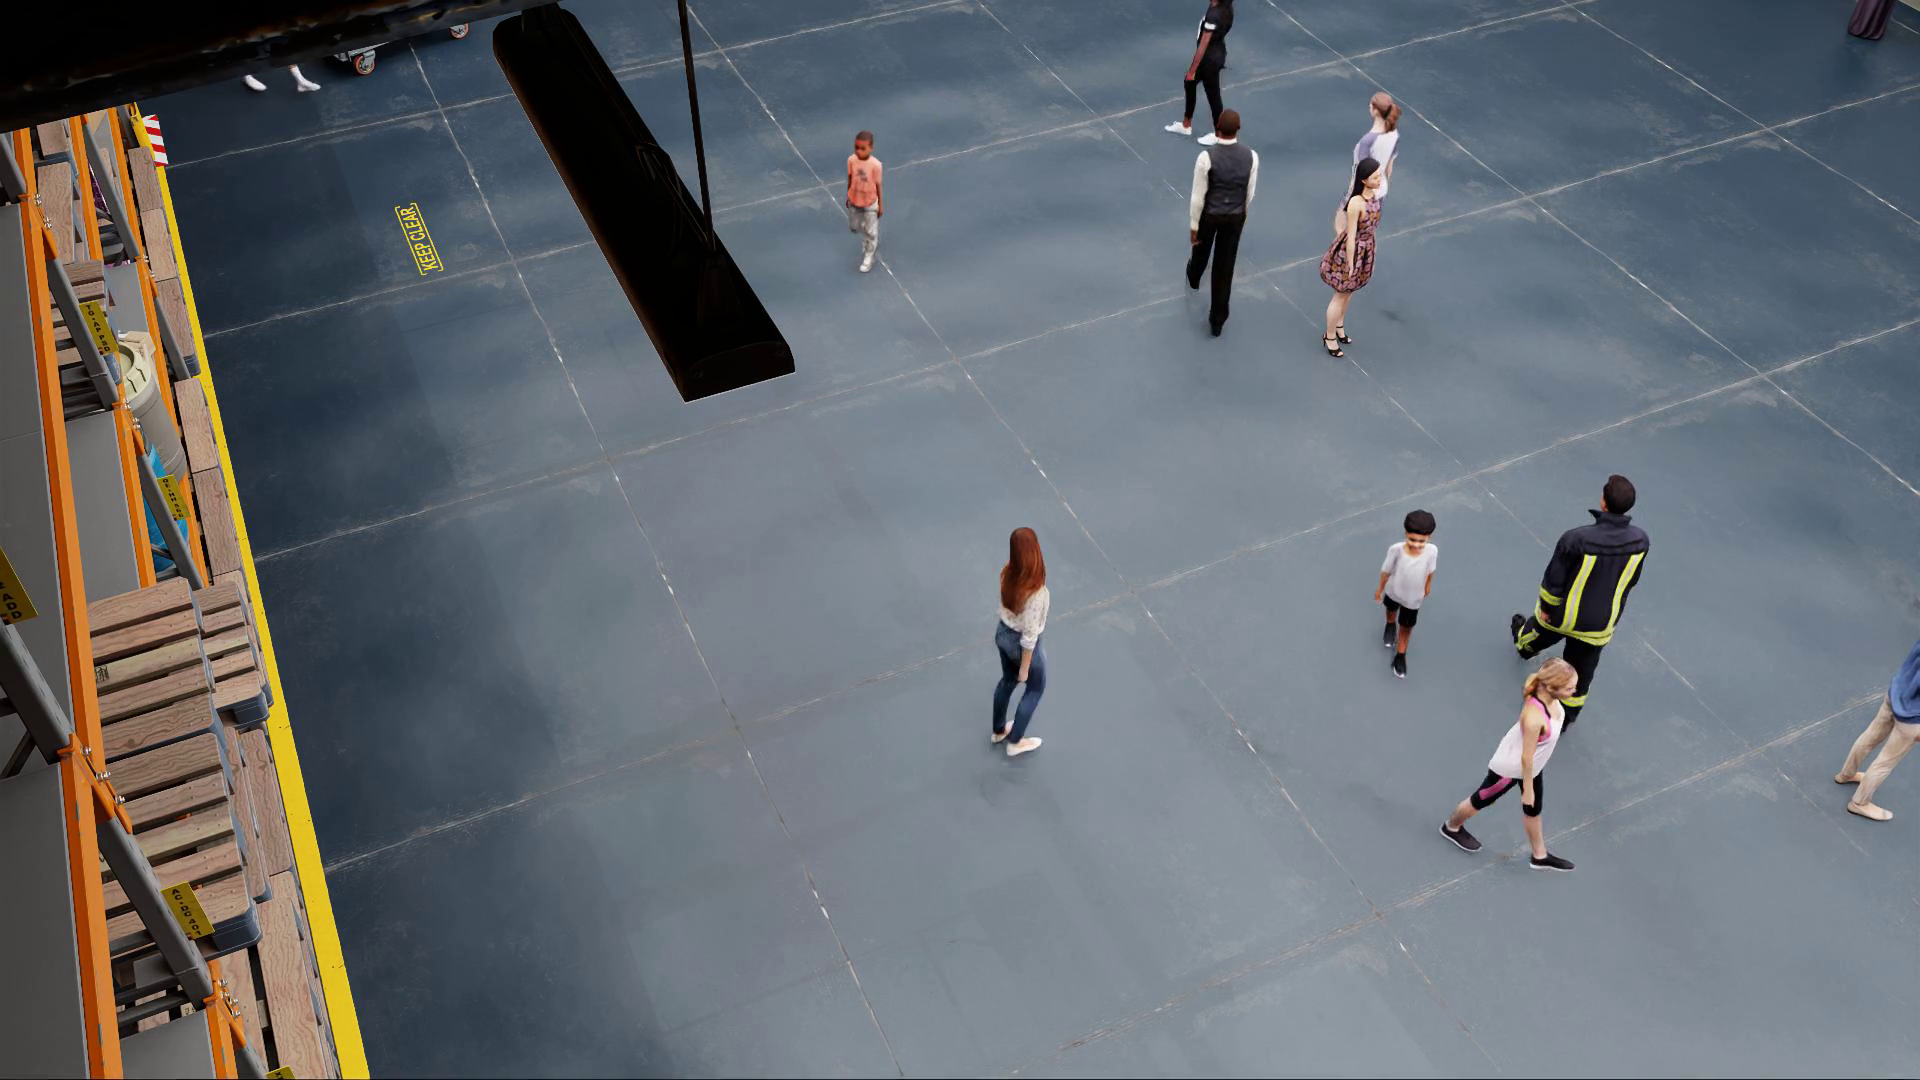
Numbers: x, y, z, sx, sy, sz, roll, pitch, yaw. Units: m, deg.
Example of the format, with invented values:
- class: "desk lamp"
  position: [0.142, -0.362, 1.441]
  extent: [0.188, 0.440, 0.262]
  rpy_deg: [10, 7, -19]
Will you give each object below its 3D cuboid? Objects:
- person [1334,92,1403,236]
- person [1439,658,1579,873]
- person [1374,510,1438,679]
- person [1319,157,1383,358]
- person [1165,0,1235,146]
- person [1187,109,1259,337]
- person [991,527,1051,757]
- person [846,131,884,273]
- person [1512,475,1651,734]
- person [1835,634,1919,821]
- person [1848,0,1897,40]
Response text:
- class: "person"
  position: [3.497, -2.899, 14.095]
  extent: [0.616, 1.748, 0.718]
  rpy_deg: [-23, 48, -22]
- class: "person"
  position: [3.157, 1.269, 9.717]
  extent: [1.139, 1.751, 0.974]
  rpy_deg: [24, 49, 23]
- class: "person"
  position: [2.990, 0.253, 11.157]
  extent: [0.773, 1.236, 0.869]
  rpy_deg: [9, 44, 9]
- class: "person"
  position: [3.179, -2.286, 13.432]
  extent: [0.841, 1.775, 0.799]
  rpy_deg: [23, 48, 22]
- class: "person"
  position: [2.465, -4.530, 15.834]
  extent: [0.938, 1.711, 0.910]
  rpy_deg: [7, 44, 8]
- class: "person"
  position: [2.147, -2.560, 13.650]
  extent: [1.059, 1.871, 1.321]
  rpy_deg: [1, 44, 1]
- class: "person"
  position: [0.331, 0.683, 10.374]
  extent: [0.738, 1.693, 0.599]
  rpy_deg: [-16, 46, -16]
- class: "person"
  position: [-0.810, -3.005, 14.528]
  extent: [0.697, 1.303, 0.749]
  rpy_deg: [17, 46, 17]
- class: "person"
  position: [3.950, 0.460, 10.472]
  extent: [1.112, 1.882, 1.299]
  rpy_deg: [0, 44, 0]
- class: "person"
  position: [5.721, 1.007, 10.029]
  extent: [0.767, 1.701, 0.668]
  rpy_deg: [4, 44, 4]
- class: "person"
  position: [9.861, -6.137, 17.590]
  extent: [0.774, 1.615, 0.712]
  rpy_deg: [13, 45, 13]
